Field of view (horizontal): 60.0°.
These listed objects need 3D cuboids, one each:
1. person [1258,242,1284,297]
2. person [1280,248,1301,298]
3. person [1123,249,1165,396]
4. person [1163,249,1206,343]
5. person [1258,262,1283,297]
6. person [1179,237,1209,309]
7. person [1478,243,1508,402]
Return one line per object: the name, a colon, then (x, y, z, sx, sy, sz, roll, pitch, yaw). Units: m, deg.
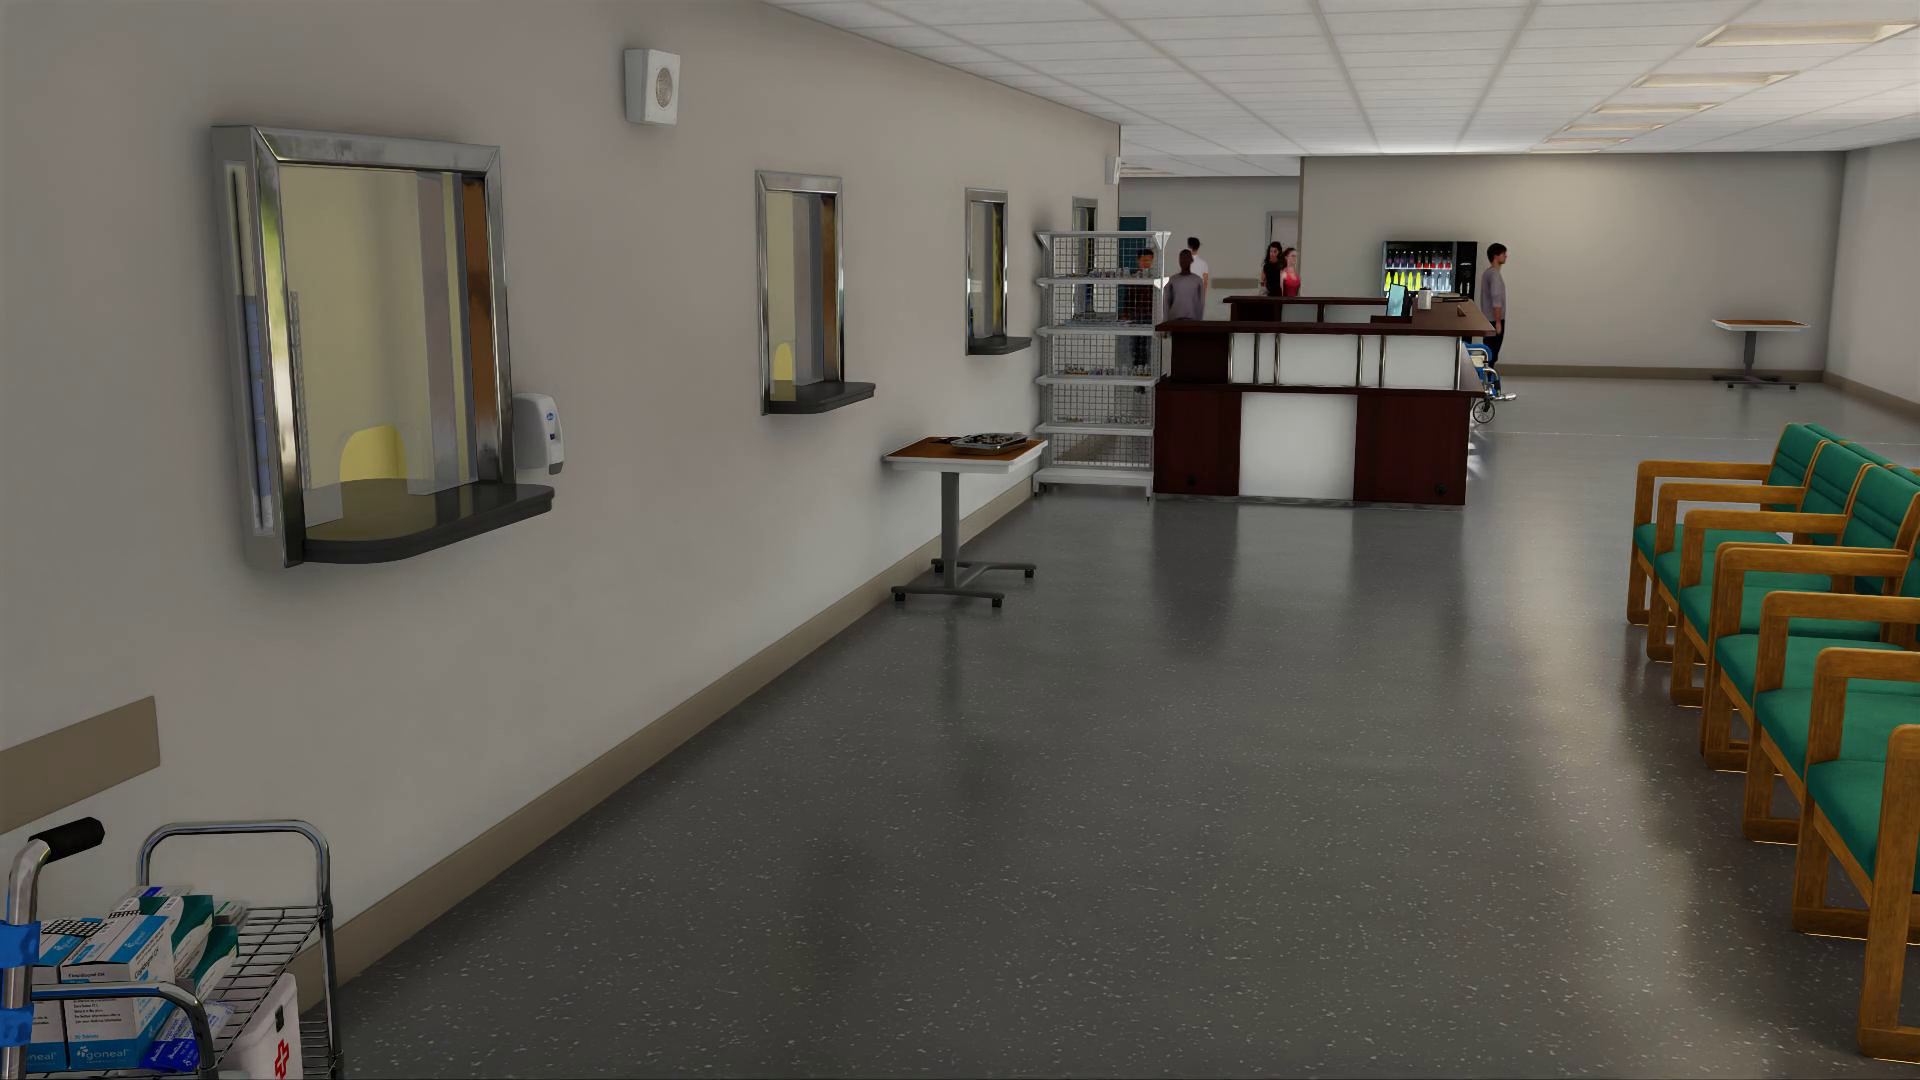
person: (4.970, -3.776, 26.230, 1.148, 1.727, 0.903, 6, 13, 31)
person: (4.440, -3.129, 22.834, 0.713, 1.739, 0.764, -9, 14, -38)
person: (2.228, -2.652, 20.269, 0.917, 1.759, 0.805, 1, 11, 5)
person: (2.636, -2.511, 19.611, 1.120, 1.728, 0.732, 2, 11, 12)
person: (3.608, -2.416, 19.356, 0.634, 1.636, 0.667, 8, 13, 35)
person: (3.602, -3.720, 25.670, 1.056, 1.843, 1.102, -5, 12, -26)
person: (6.303, -2.588, 19.705, 0.583, 1.844, 0.688, 1, 11, 7)
